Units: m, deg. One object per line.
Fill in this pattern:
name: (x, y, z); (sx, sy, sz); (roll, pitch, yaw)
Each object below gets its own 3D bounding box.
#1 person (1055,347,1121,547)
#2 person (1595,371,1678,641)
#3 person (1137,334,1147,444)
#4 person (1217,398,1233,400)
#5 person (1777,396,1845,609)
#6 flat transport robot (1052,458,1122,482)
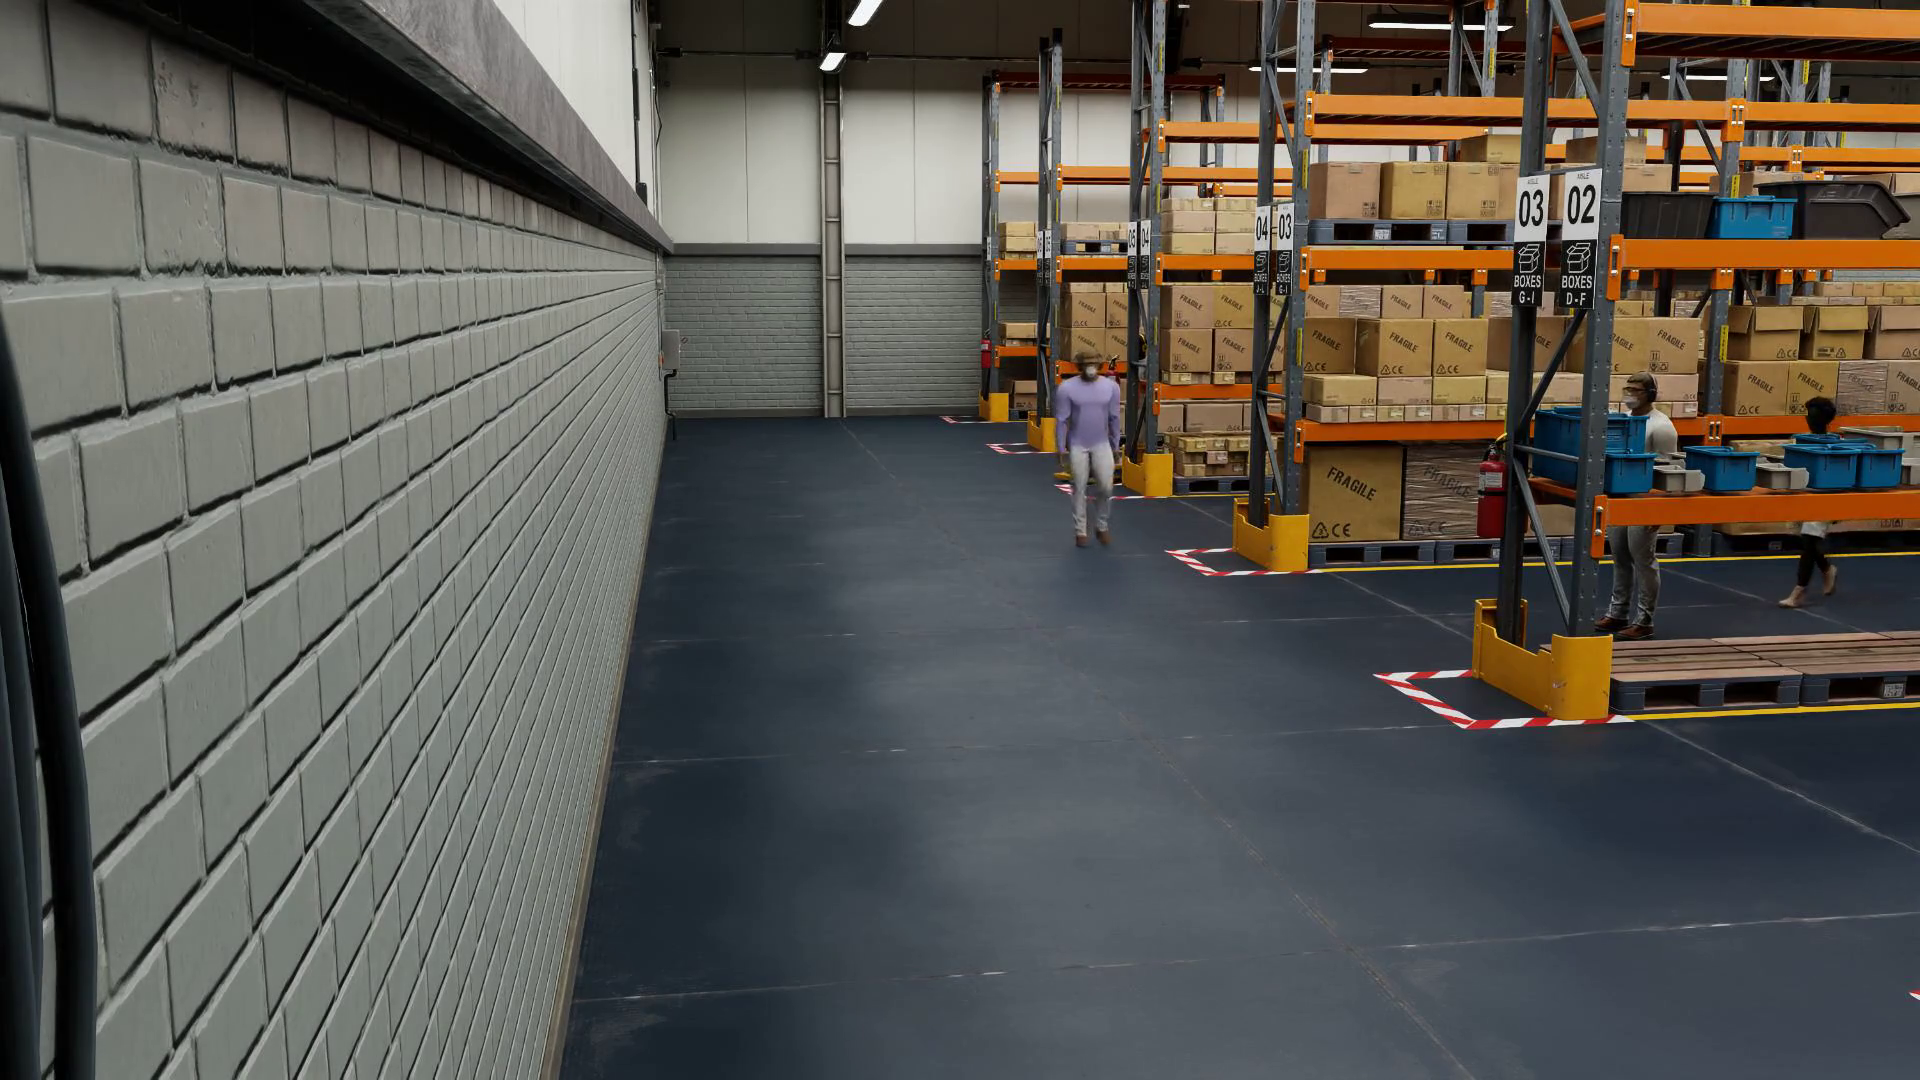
person: (1.230, -0.868, 15.864); (0.648, 1.920, 0.548); (-1, 9, -4)
person: (4.859, -0.249, 11.996); (0.365, 1.939, 0.636); (-3, 10, -16)
person: (2.286, -1.665, 20.986); (0.326, 1.860, 0.514); (-2, 9, -13)
person: (4.287, -2.743, 27.214); (0.399, 1.989, 0.622); (-2, 9, -13)
person: (6.780, -0.310, 13.145); (0.729, 1.674, 0.535); (-4, 10, -23)
flat transport robot: (1.923, -0.904, 21.165); (1.431, 0.197, 0.652); (-7, 12, -38)
